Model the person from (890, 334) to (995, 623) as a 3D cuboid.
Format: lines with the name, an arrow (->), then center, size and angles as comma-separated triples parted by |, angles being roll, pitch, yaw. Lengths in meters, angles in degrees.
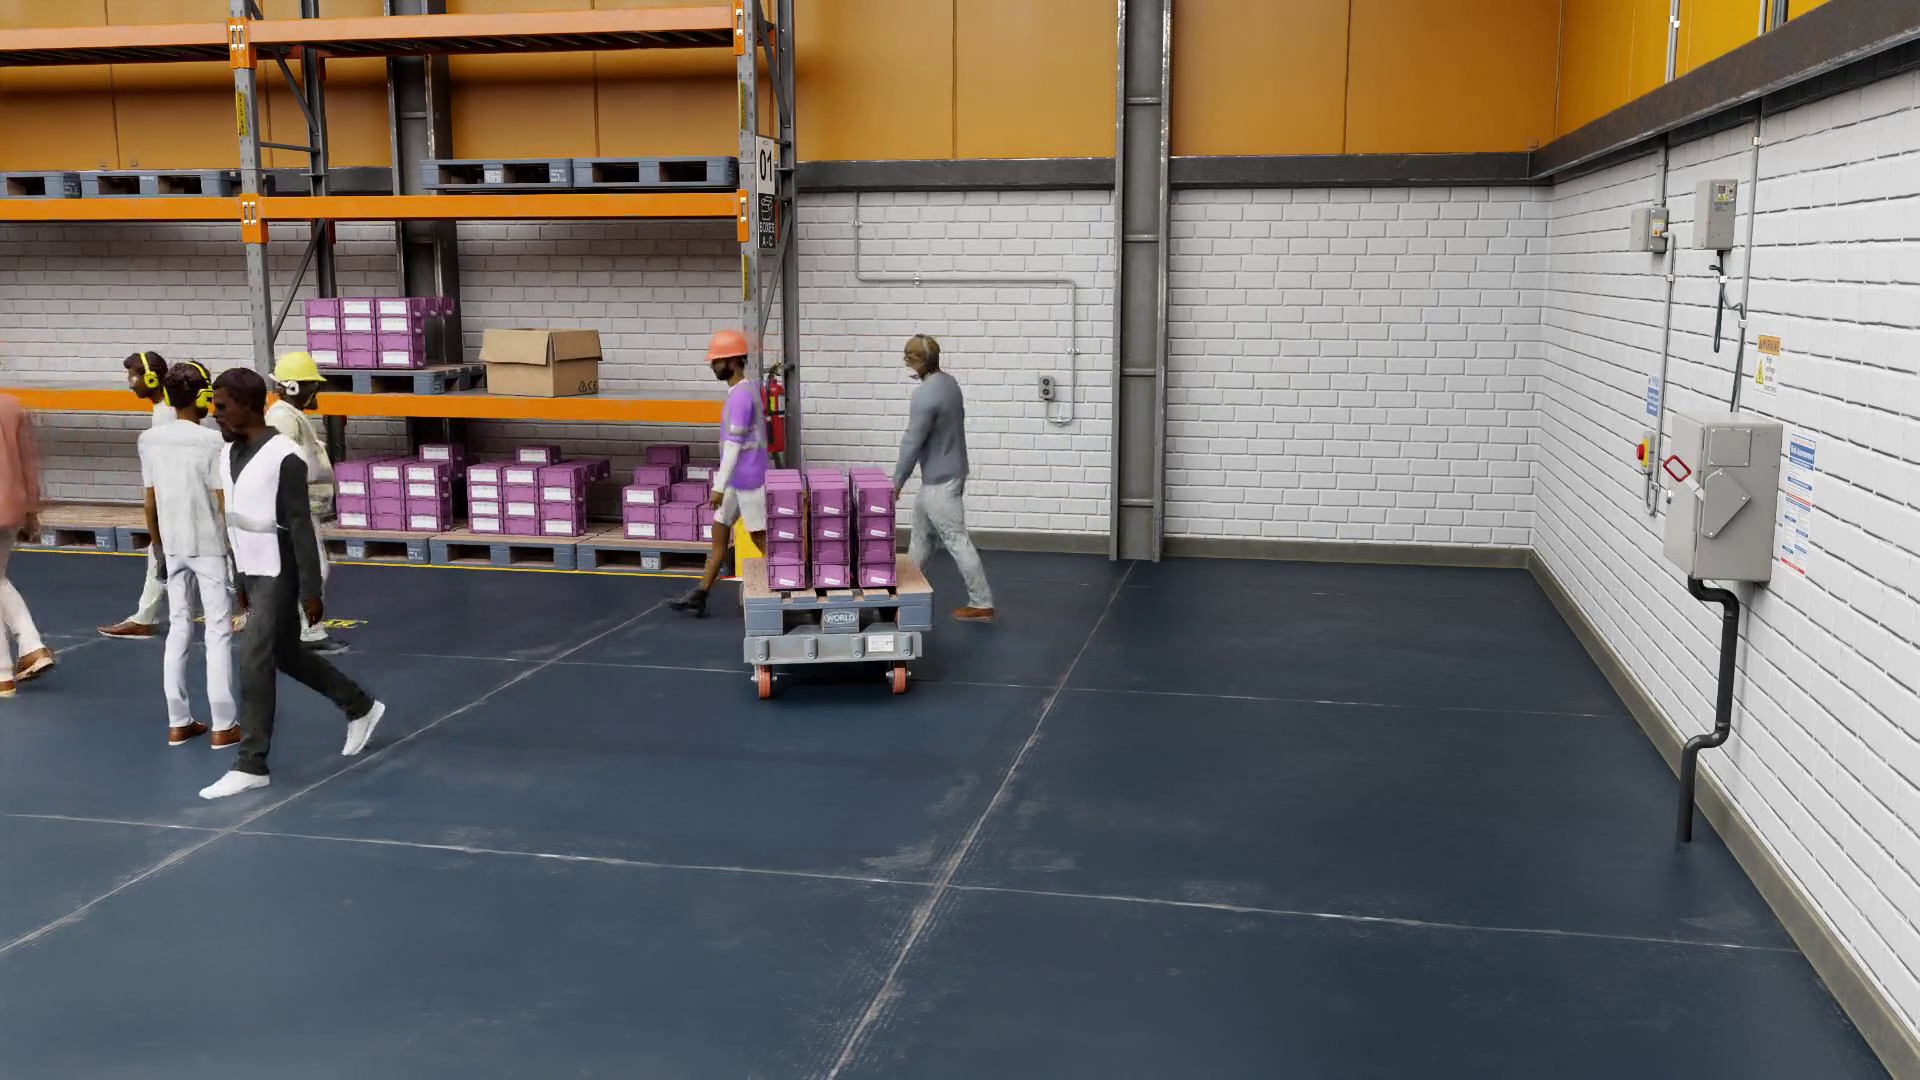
person -> -0.209, -0.390, 10.742 | 0.949, 1.874, 0.657 | 2, 10, 14

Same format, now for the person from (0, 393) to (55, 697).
person -> -5.248, -0.130, 8.893 | 0.446, 1.972, 0.652 | 2, 10, 10

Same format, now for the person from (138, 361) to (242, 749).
person -> -3.660, 0.075, 8.007 | 0.508, 1.860, 0.315 | 2, 10, 12

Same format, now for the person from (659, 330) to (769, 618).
person -> -1.510, -0.394, 10.710 | 0.945, 1.890, 0.560 | -1, 10, -8

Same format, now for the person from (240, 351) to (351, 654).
person -> -3.911, -0.192, 9.730 | 0.494, 1.814, 0.610 | -3, 10, -17

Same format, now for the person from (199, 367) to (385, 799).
person -> -3.053, 0.150, 7.522 | 0.609, 1.877, 0.919 | 8, 12, 40

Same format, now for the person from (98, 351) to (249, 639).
person -> -4.813, -0.274, 10.304 | 0.987, 1.801, 0.562 | -4, 10, -25
